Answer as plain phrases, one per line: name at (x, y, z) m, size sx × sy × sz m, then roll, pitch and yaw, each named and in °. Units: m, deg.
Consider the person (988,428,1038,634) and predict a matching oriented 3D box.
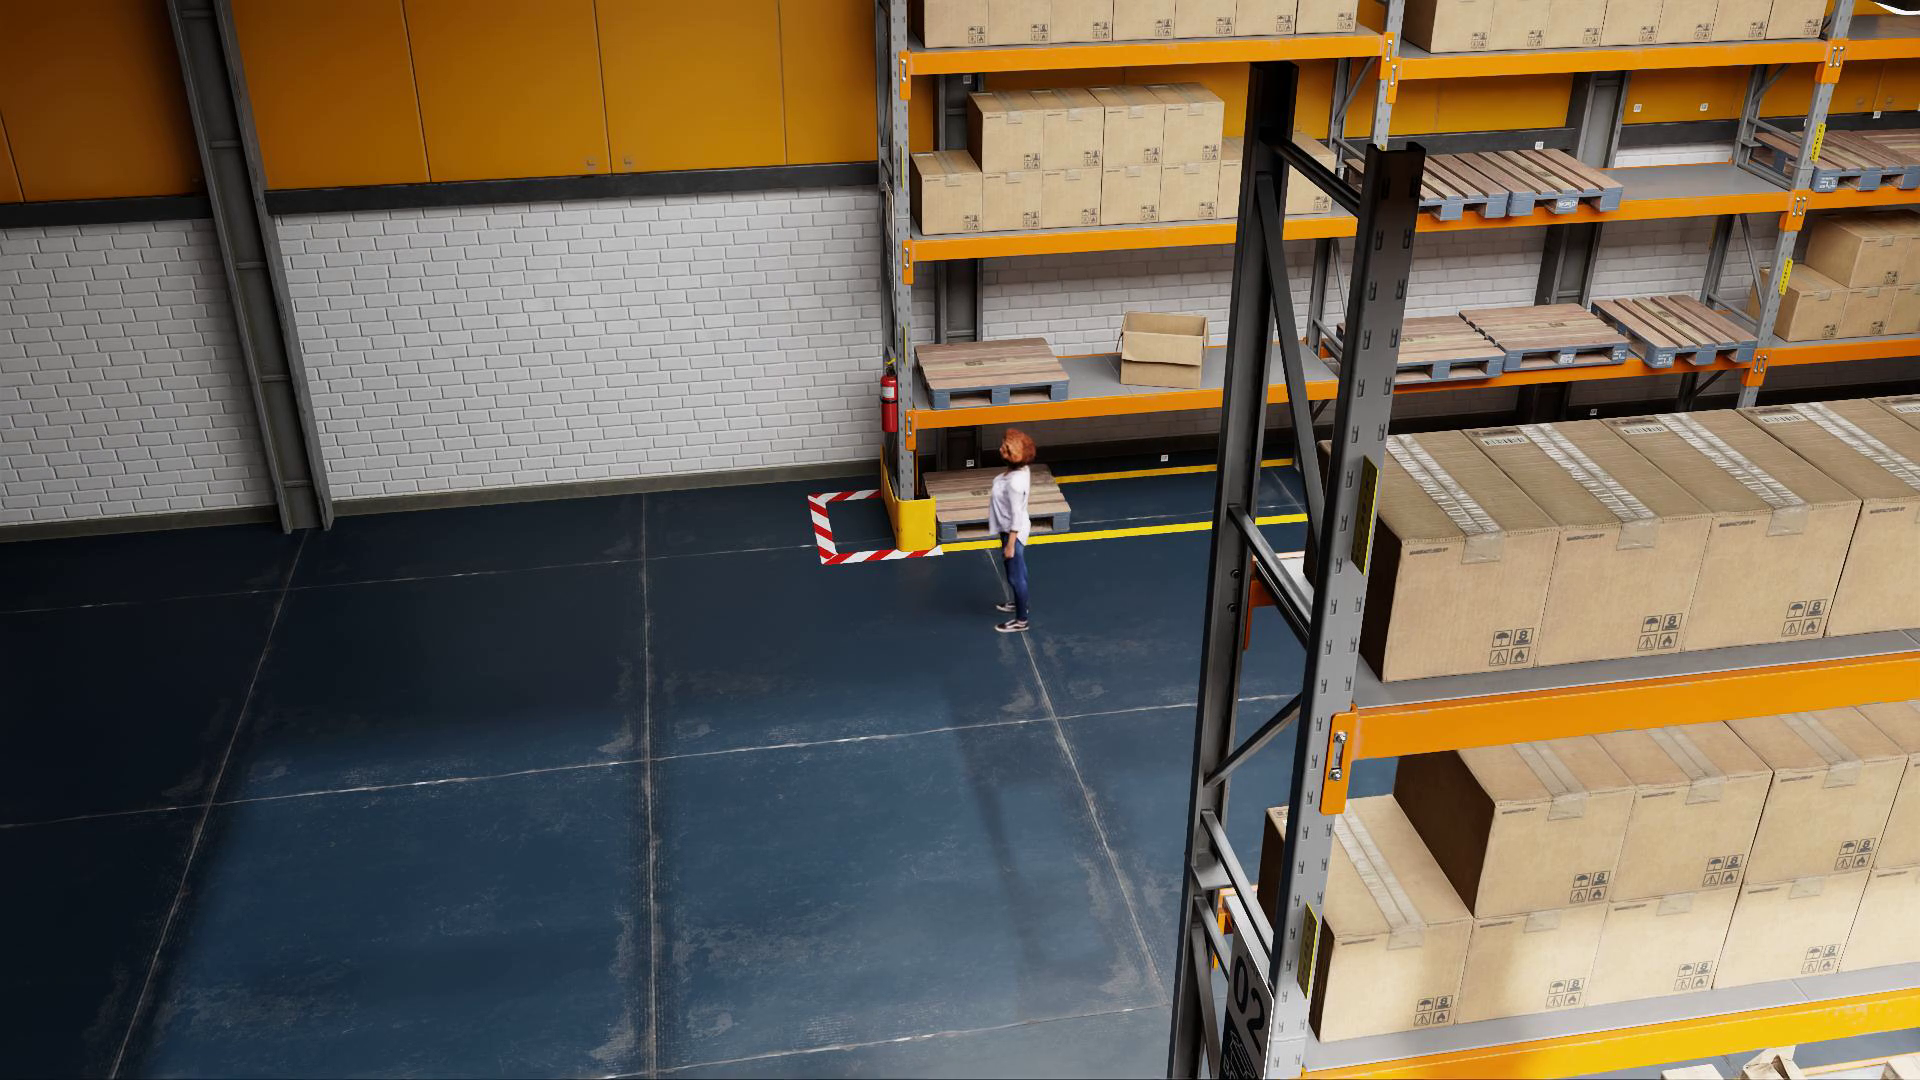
person at (0.444, -0.088, 13.241) m, size 0.673 × 1.711 × 0.699 m, roll 2°, pitch 29°, yaw 3°
